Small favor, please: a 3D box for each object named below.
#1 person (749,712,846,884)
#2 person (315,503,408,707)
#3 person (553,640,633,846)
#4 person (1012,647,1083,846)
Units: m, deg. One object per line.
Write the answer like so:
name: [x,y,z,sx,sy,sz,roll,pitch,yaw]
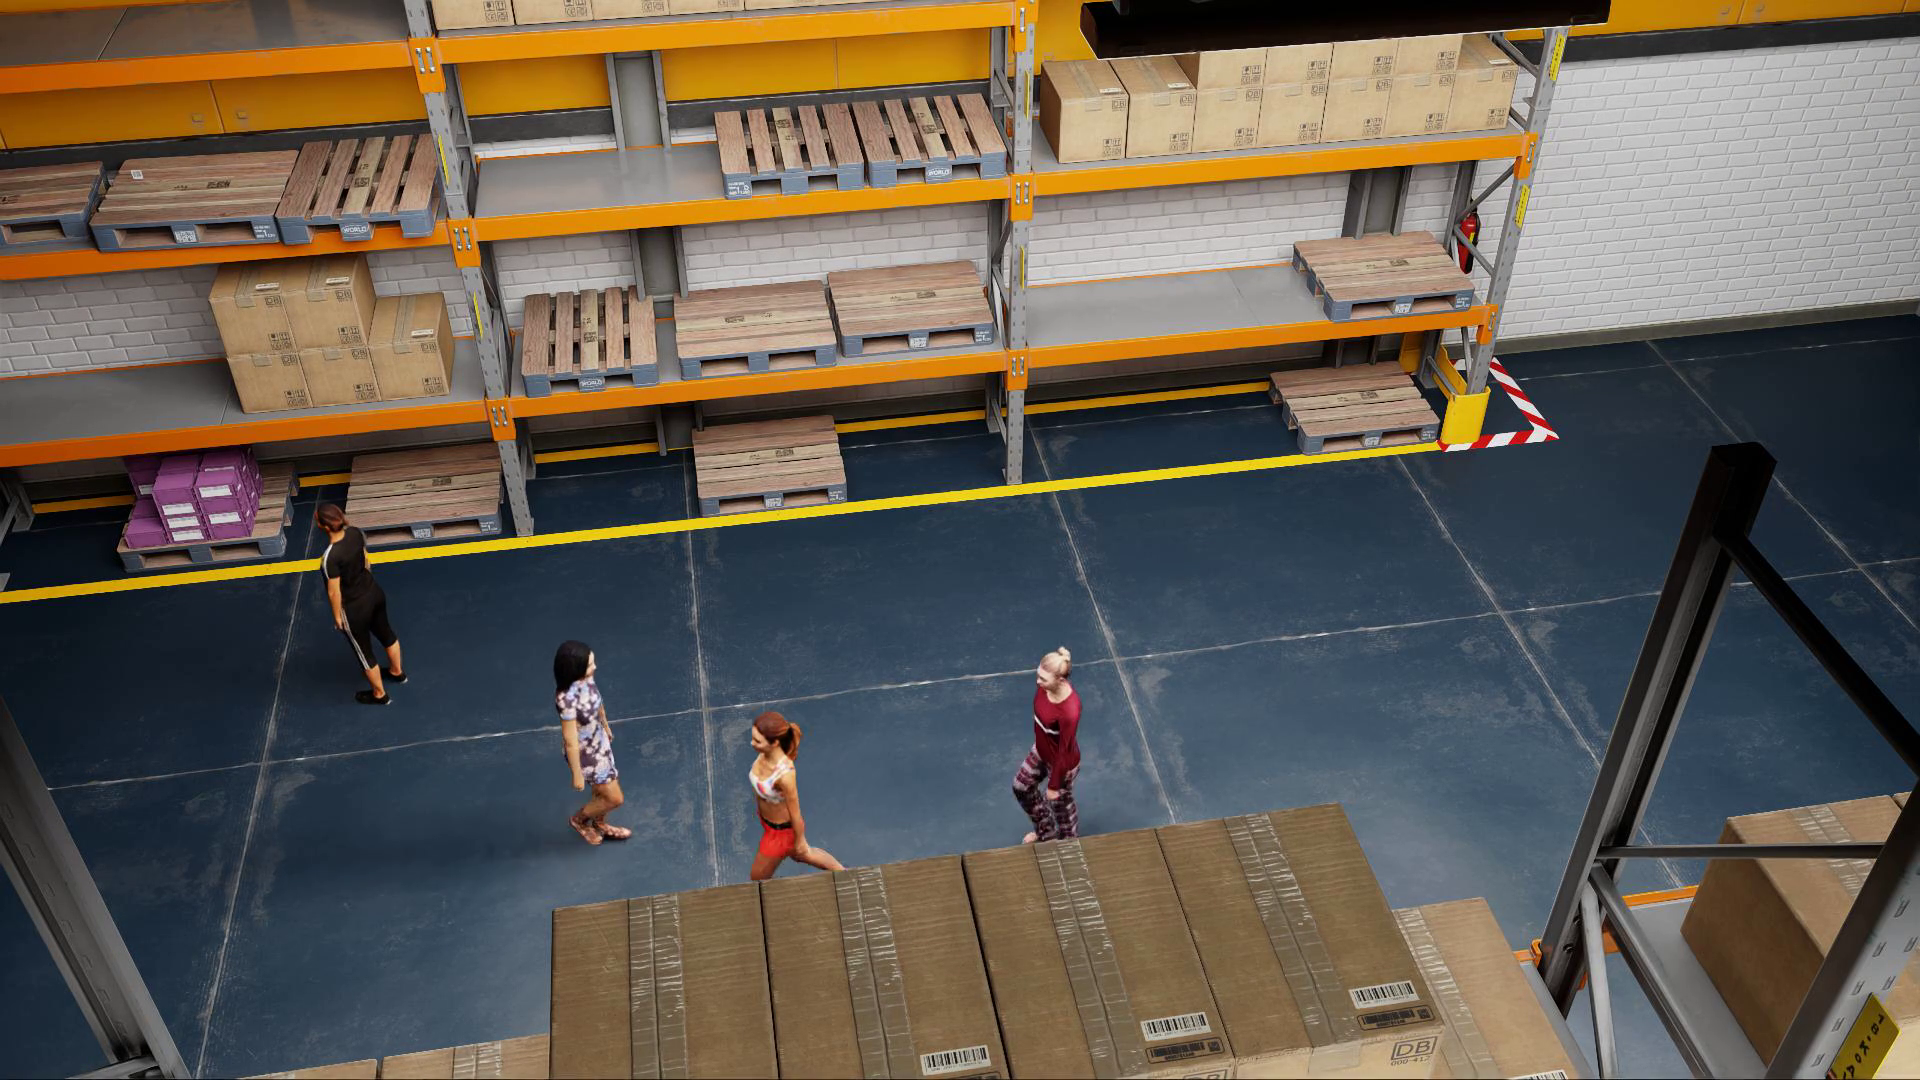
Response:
person: [-0.970,1.656,9.801,1.203,1.756,0.780,-16,41,-19]
person: [-4.122,0.417,11.424,0.649,1.668,0.651,11,40,13]
person: [-2.367,1.292,10.281,0.719,1.725,0.705,2,39,3]
person: [0.661,1.294,10.302,0.723,1.696,0.721,-18,42,-21]
